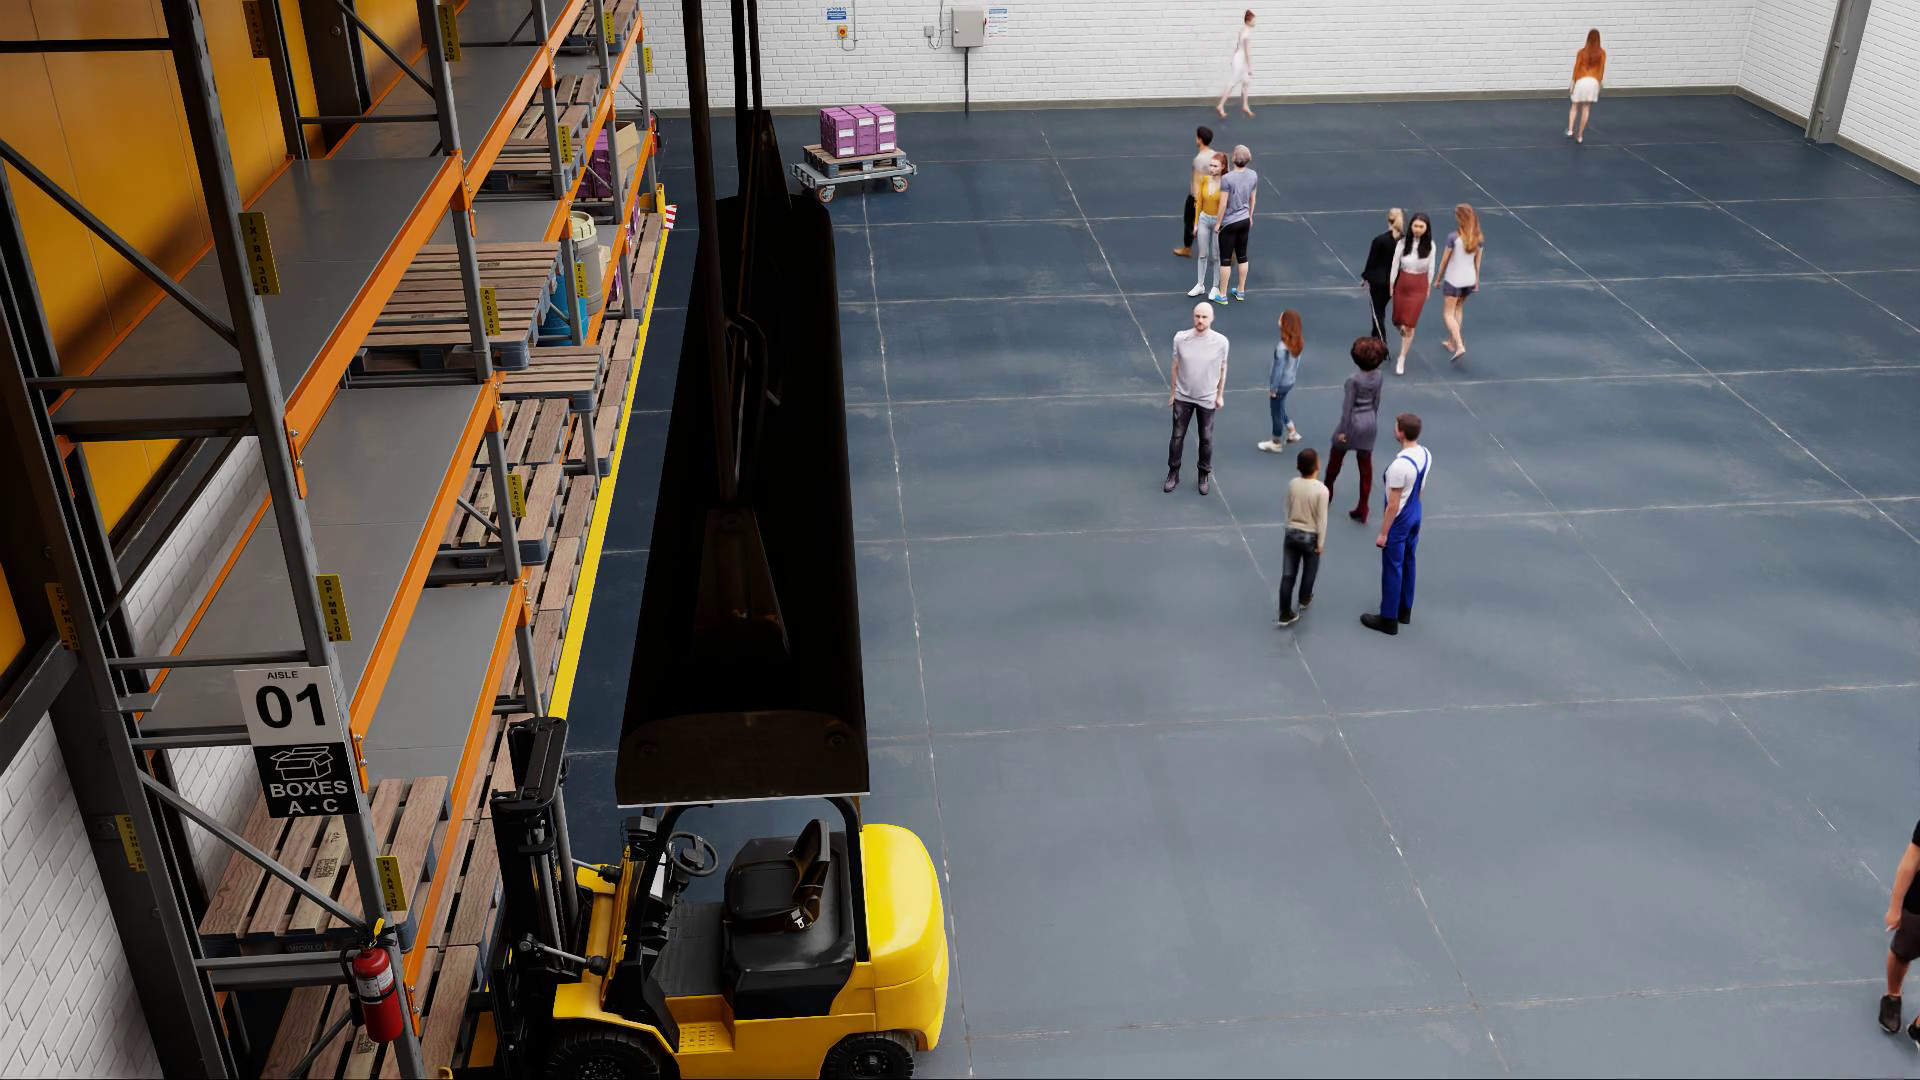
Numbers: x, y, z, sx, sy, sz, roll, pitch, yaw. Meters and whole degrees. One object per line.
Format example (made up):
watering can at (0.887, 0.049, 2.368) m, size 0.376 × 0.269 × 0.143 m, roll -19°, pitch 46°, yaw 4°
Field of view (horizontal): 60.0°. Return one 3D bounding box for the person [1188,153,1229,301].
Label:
person at (3.007, -3.739, 19.798) m, size 0.690 × 1.750 × 0.726 m, roll 16°, pitch 32°, yaw 27°

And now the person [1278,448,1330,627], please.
person at (2.709, 0.022, 13.237) m, size 0.832 × 1.430 × 0.924 m, roll 22°, pitch 35°, yaw 34°

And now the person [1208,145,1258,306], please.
person at (3.248, -3.729, 19.635) m, size 0.730 × 1.889 × 0.708 m, roll -13°, pitch 31°, yaw -22°

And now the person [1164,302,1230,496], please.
person at (2.178, -1.320, 15.279) m, size 0.726 × 1.831 × 0.703 m, roll 7°, pitch 29°, yaw 12°

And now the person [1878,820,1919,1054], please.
person at (5.444, 1.967, 9.240) m, size 0.846 × 1.844 × 0.924 m, roll 9°, pitch 30°, yaw 15°

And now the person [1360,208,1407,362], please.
person at (4.610, -2.732, 18.034) m, size 0.706 × 1.672 × 0.994 m, roll -7°, pitch 29°, yaw -13°

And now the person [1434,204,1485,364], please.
person at (5.452, -2.767, 18.068) m, size 0.735 × 1.700 × 1.007 m, roll -9°, pitch 30°, yaw -16°

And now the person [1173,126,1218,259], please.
person at (3.103, -4.318, 20.915) m, size 1.085 × 1.698 × 1.029 m, roll 22°, pitch 36°, yaw 35°

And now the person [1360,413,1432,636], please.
person at (3.474, -0.139, 13.096) m, size 0.725 × 1.849 × 0.763 m, roll -24°, pitch 37°, yaw -37°

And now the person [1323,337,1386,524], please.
person at (3.577, -0.944, 14.738) m, size 0.792 × 1.690 × 0.984 m, roll -12°, pitch 31°, yaw -20°

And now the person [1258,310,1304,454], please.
person at (3.169, -1.506, 15.996) m, size 0.783 × 1.471 × 0.718 m, roll 16°, pitch 32°, yaw 27°

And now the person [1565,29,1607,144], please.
person at (9.778, -7.058, 25.937) m, size 0.779 × 1.698 × 0.905 m, roll 9°, pitch 30°, yaw 16°

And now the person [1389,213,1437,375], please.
person at (4.842, -2.670, 17.856) m, size 0.833 × 1.733 × 1.022 m, roll 9°, pitch 30°, yaw 16°

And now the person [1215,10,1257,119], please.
person at (4.457, -7.709, 27.075) m, size 0.721 × 1.751 × 0.831 m, roll -2°, pitch 29°, yaw -5°
